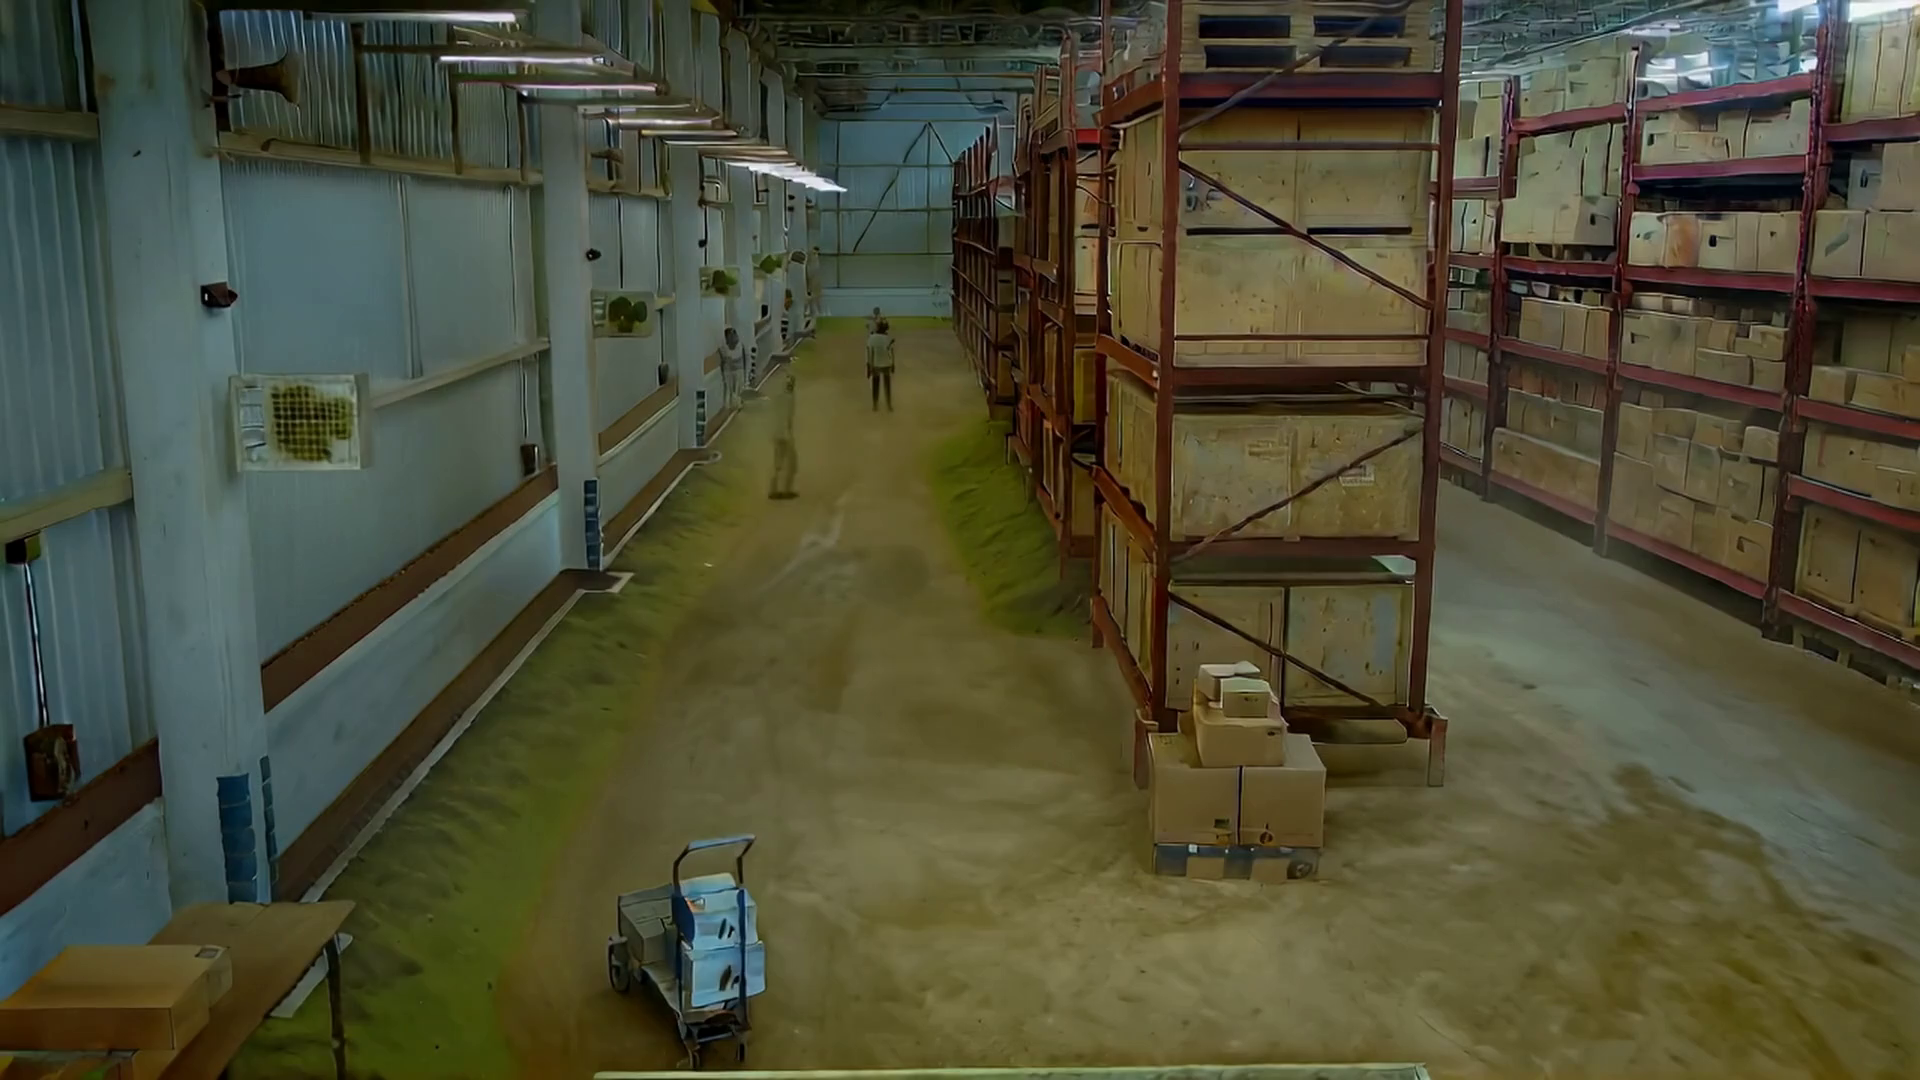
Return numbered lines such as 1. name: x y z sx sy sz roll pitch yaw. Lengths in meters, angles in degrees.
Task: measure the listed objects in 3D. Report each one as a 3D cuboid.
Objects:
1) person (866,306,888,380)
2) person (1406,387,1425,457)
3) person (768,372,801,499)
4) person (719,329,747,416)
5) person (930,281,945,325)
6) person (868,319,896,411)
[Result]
1. person: -2.134 -5.084 42.854 0.595 1.908 0.405 -5 12 -25
2. person: 6.770 -1.439 24.425 0.540 1.696 0.316 -1 11 -3
3. person: -2.599 -1.528 24.450 0.570 1.860 0.667 -5 12 -25
4. person: -4.729 -3.491 34.761 0.579 1.832 0.403 1 11 5
5. person: -0.902 -9.346 65.529 0.564 1.715 0.811 7 13 33
6. person: -1.668 -3.753 35.717 0.620 1.985 0.406 -3 11 -16
